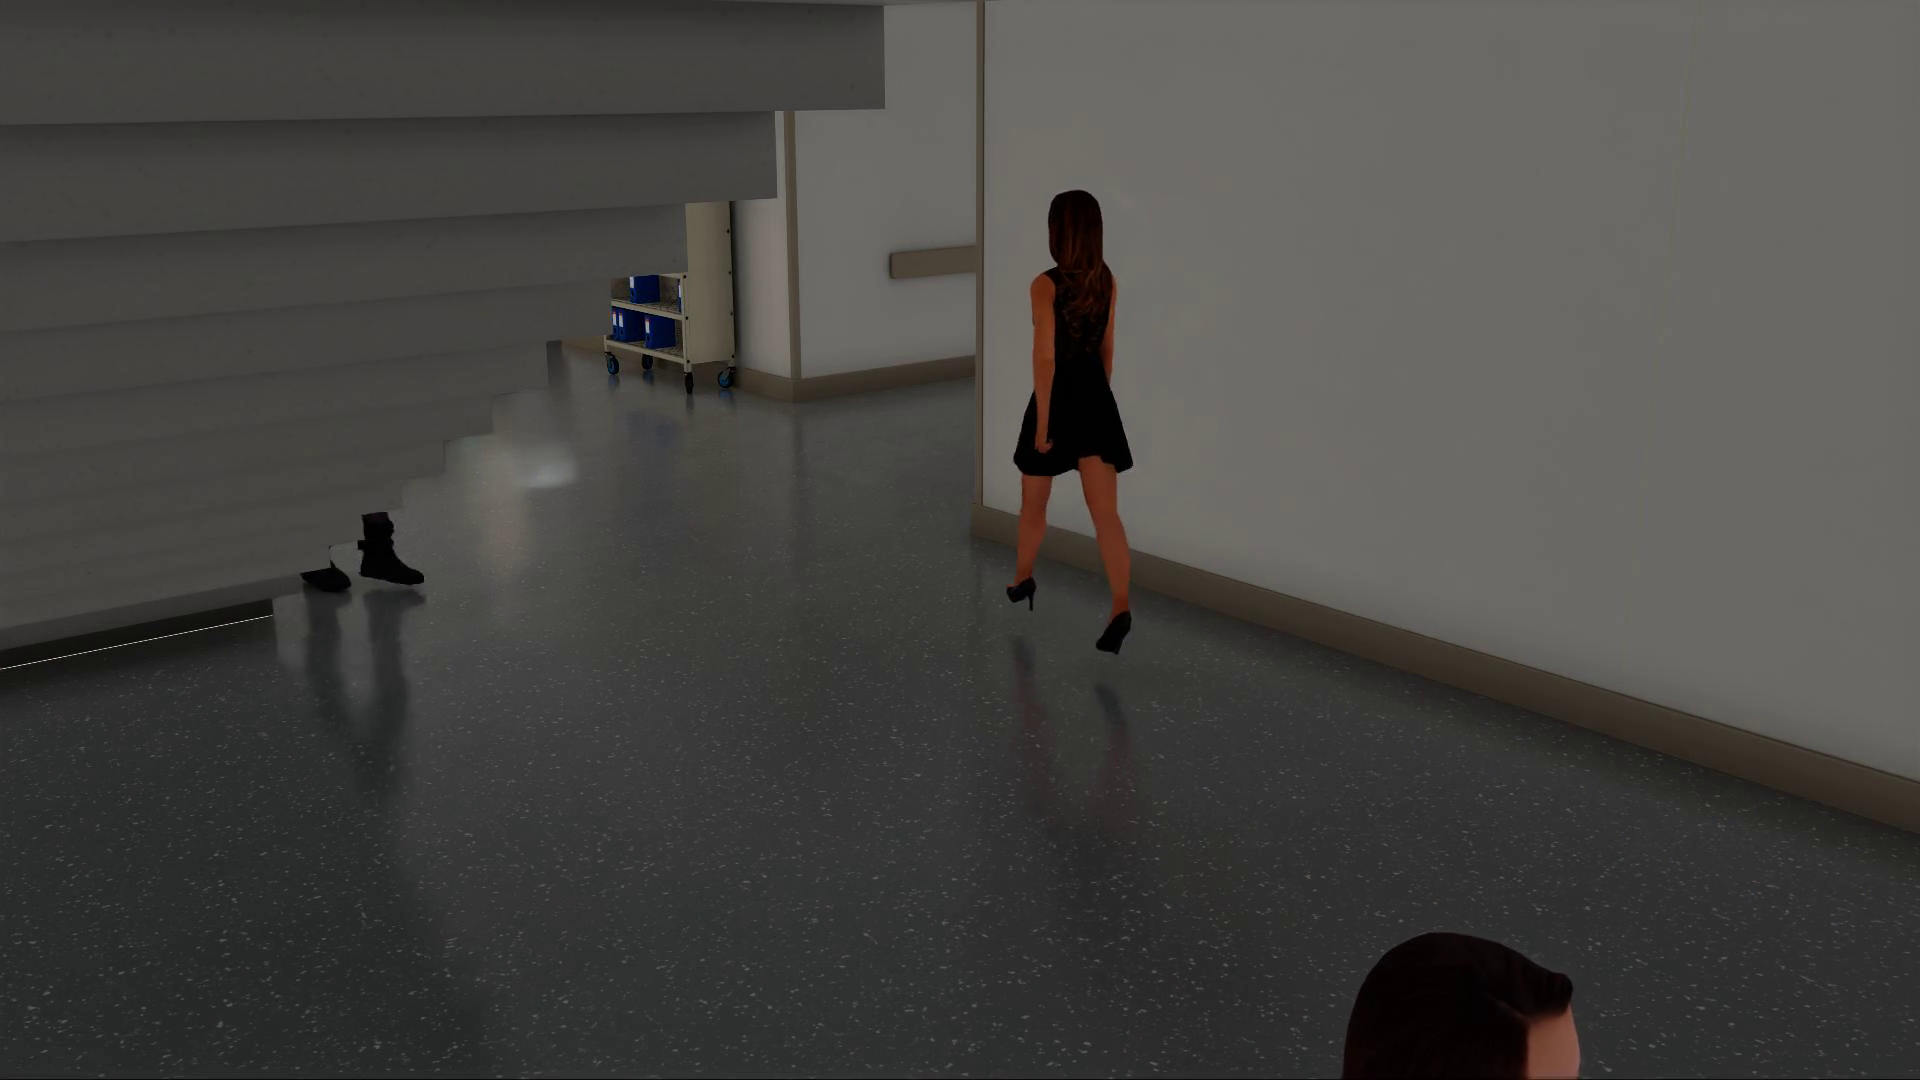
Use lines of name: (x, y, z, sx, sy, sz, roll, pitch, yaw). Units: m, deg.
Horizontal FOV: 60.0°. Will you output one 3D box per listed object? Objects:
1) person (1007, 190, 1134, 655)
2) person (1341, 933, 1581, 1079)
person: (0.501, -0.403, 6.522, 0.737, 1.779, 1.206, -9, 18, -28)
person: (0.445, 1.088, 1.632, 0.667, 1.563, 0.638, 5, 17, 18)
